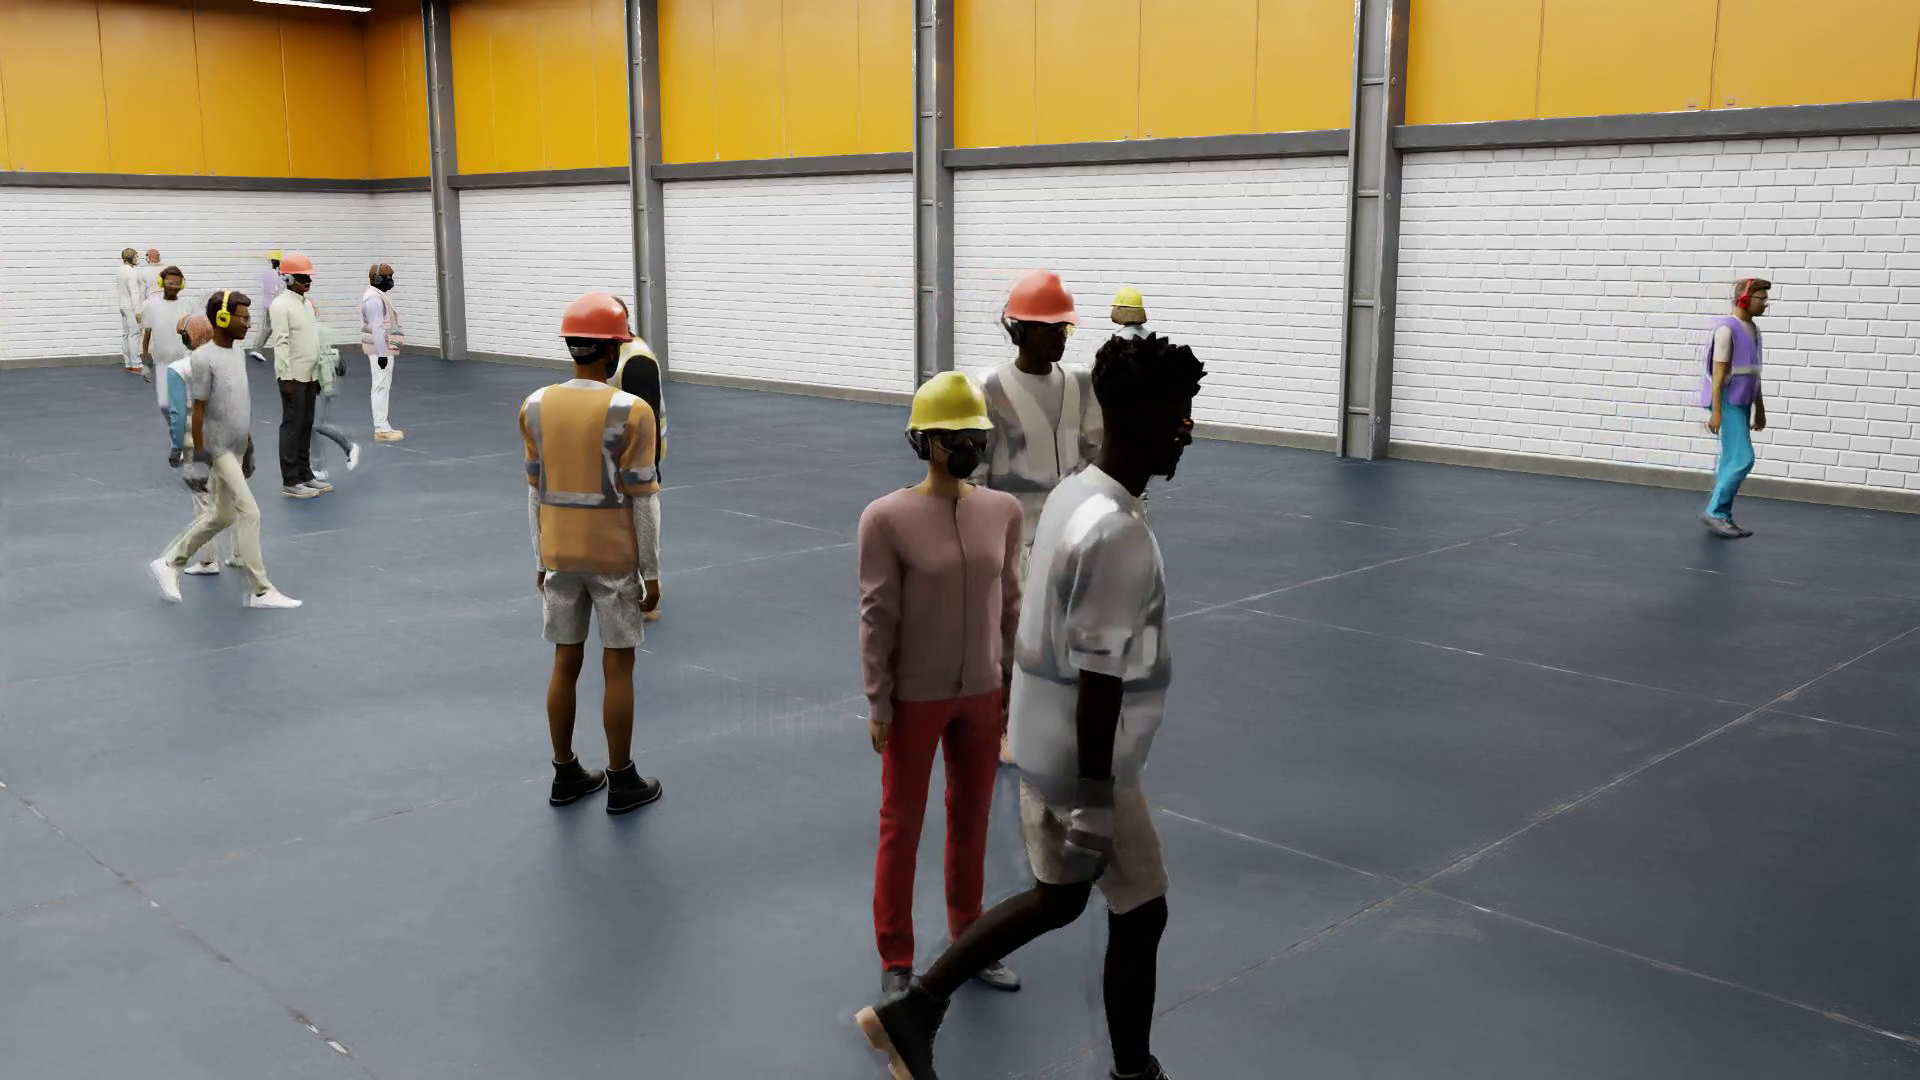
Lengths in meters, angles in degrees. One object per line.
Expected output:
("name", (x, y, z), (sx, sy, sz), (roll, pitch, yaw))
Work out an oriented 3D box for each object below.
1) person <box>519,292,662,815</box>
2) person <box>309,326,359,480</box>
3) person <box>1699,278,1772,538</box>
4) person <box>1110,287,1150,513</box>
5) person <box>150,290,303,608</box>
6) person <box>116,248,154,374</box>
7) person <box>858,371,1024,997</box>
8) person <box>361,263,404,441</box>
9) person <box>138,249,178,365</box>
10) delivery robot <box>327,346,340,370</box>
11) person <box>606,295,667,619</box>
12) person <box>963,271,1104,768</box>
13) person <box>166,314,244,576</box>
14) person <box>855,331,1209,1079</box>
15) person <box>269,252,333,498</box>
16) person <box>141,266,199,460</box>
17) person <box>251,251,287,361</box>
("person", (-1.342, 0.054, 6.175), (0.538, 1.929, 0.382), (3, 11, 16))
("person", (-5.605, -1.323, 14.508), (0.548, 1.607, 0.517), (7, 13, 35))
("person", (5.491, -0.924, 11.731), (0.473, 1.830, 0.606), (10, 14, 43))
("person", (1.265, -1.036, 12.608), (0.294, 1.744, 0.484), (6, 12, 31))
("person", (-4.274, -0.510, 9.537), (0.873, 1.831, 0.537), (0, 10, 3))
("person", (-12.831, -3.548, 25.768), (0.376, 1.940, 0.629), (-10, 14, -43))
("person", (-0.038, 0.420, 4.595), (0.523, 1.772, 0.302), (-7, 12, -32))
("person", (-6.016, -1.957, 17.368), (0.429, 1.839, 0.633), (-3, 11, -17))
("person", (-13.280, -3.854, 27.536), (0.407, 1.905, 0.639), (10, 14, 43))
("delivery robot", (-9.726, -2.801, 25.215), (0.707, 0.478, 0.477), (9, 14, 40))
("person", (-1.868, -0.476, 9.394), (0.443, 1.815, 0.713), (-5, 12, -27))
("person", (0.340, -0.014, 6.349), (0.631, 1.989, 1.053), (-8, 13, -37))
("person", (-4.739, -0.596, 10.482), (0.311, 1.642, 0.513), (6, 12, 28))
("person", (0.202, 0.481, 3.844), (0.832, 1.930, 0.626), (-1, 10, -7))
("person", (-5.403, -1.351, 13.635), (0.396, 1.993, 0.618), (0, 10, 1))
("person", (-7.571, -1.704, 15.976), (0.547, 1.844, 0.642), (-4, 11, -20))
("person", (-11.668, -3.971, 28.270), (0.589, 1.879, 0.974), (6, 12, 30))
